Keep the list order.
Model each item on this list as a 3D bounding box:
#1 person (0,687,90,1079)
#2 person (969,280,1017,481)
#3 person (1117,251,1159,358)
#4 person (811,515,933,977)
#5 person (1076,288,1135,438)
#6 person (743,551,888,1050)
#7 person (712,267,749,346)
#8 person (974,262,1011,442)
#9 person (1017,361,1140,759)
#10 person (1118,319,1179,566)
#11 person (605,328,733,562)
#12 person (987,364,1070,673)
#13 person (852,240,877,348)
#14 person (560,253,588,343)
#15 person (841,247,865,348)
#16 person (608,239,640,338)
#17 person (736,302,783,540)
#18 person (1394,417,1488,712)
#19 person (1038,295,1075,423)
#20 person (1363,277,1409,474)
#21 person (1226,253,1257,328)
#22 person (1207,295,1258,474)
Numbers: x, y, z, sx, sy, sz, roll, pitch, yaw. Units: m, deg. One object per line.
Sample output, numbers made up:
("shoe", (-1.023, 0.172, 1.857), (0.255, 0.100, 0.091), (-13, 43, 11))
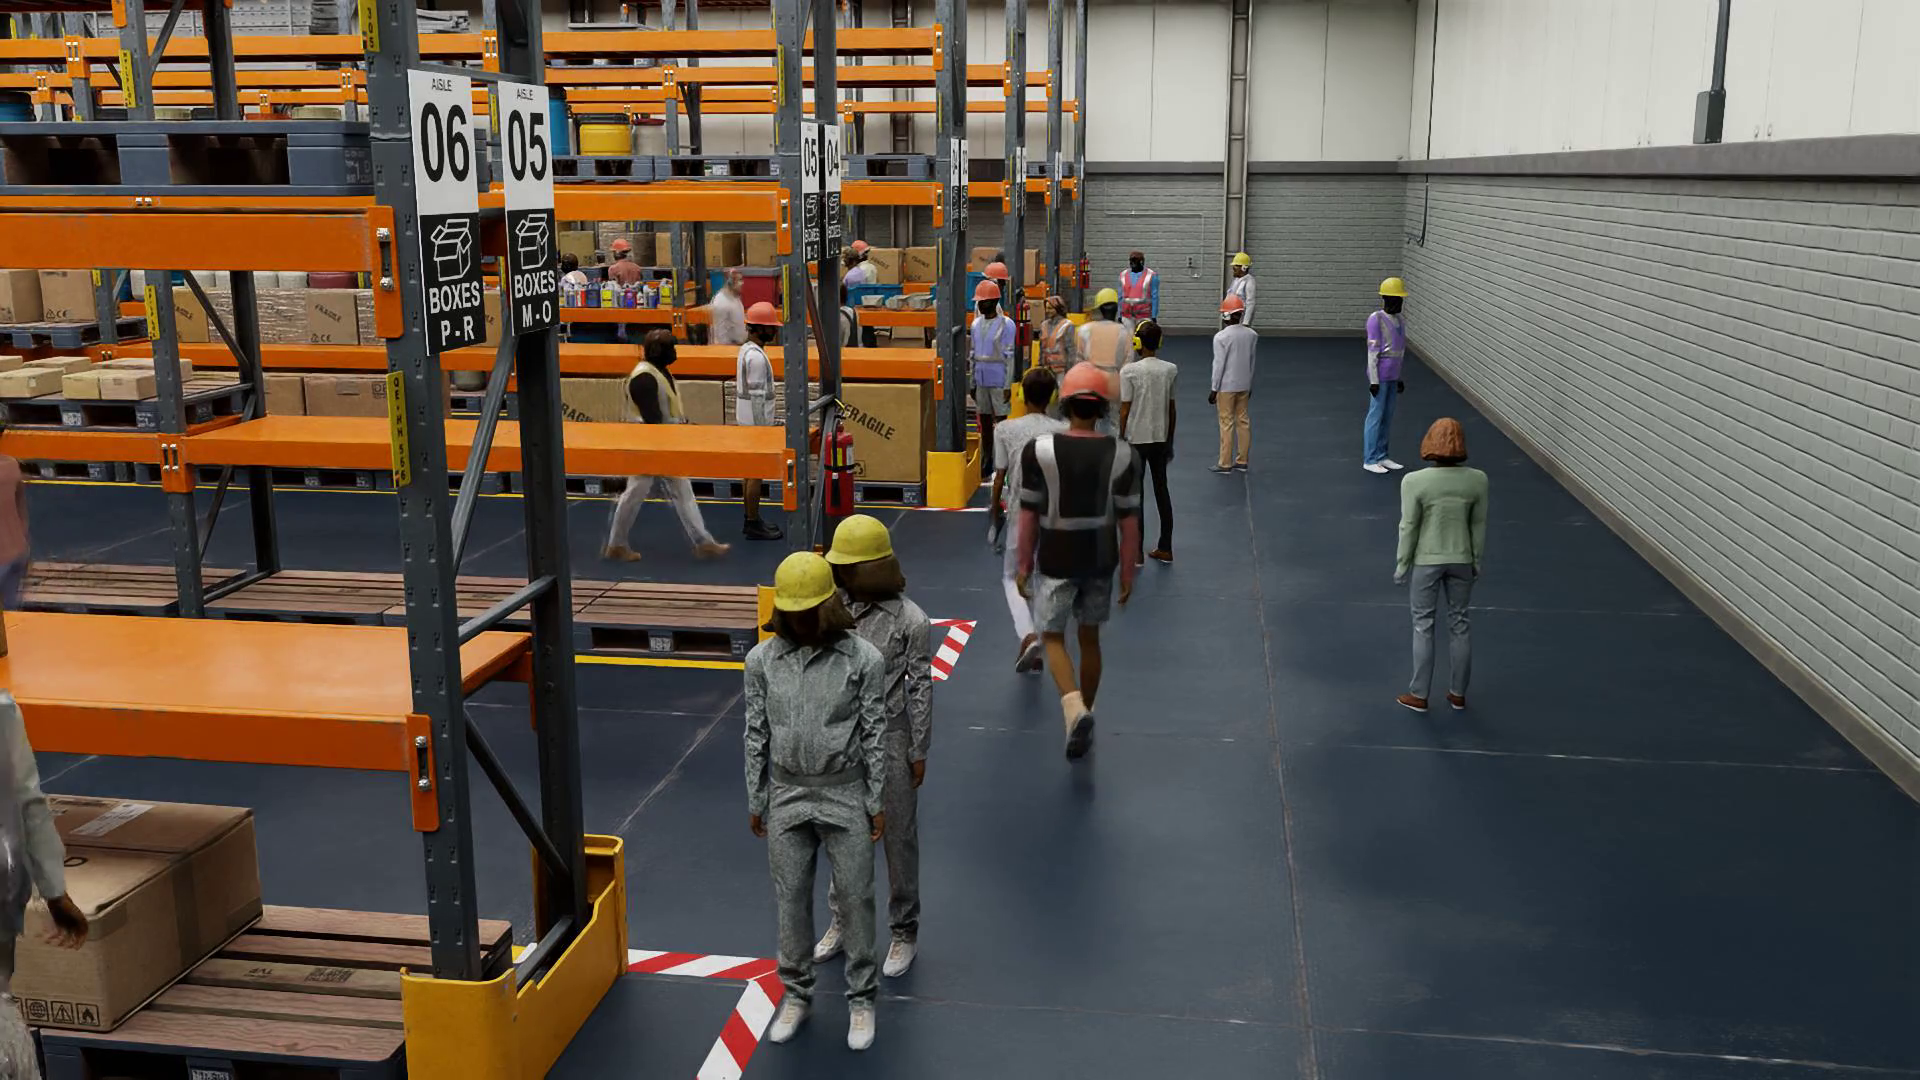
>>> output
("person", (-2.801, 1.035, 4.528), (0.971, 1.905, 0.588), (1, 13, 6))
("person", (0.291, -1.530, 16.047), (0.544, 1.933, 0.379), (11, 17, 42))
("person", (2.545, -3.241, 23.993), (0.629, 1.838, 0.431), (6, 14, 24))
("person", (-0.344, 0.756, 6.138), (0.493, 1.741, 0.311), (5, 14, 23))
("person", (1.335, -1.401, 15.547), (0.599, 1.888, 0.821), (4, 13, 16))
("person", (-0.489, 0.878, 5.615), (0.491, 1.733, 0.317), (1, 13, 6))
("person", (-2.653, -2.169, 19.015), (0.503, 1.887, 0.644), (2, 13, 7))
("person", (0.352, -2.057, 18.305), (0.408, 1.980, 0.626), (-3, 13, -13))
("person", (0.607, 0.121, 8.375), (0.614, 2.020, 0.737), (-2, 13, -7))
("person", (1.420, -0.732, 12.608), (0.499, 1.860, 0.339), (-6, 14, -25))
("person", (-2.282, -0.705, 12.643), (0.965, 1.796, 0.635), (2, 13, 10))
("person", (0.431, -0.098, 9.743), (0.542, 1.852, 0.477), (-1, 13, -6))
("person", (-1.387, -3.288, 23.835), (0.390, 1.988, 0.611), (4, 13, 16))
("person", (-5.387, -3.049, 23.090), (0.429, 1.844, 0.627), (2, 13, 10))
("person", (-1.475, -3.054, 22.895), (0.372, 1.940, 0.632), (0, 12, 1))
("person", (-4.909, -3.388, 24.276), (0.393, 1.991, 0.626), (8, 15, 32))
("person", (-1.609, -0.957, 13.456), (0.389, 1.929, 0.544), (-3, 13, -14))
("person", (2.638, 0.141, 9.161), (0.501, 1.633, 0.281), (-2, 13, -7))
("person", (1.056, -1.848, 18.151), (0.312, 1.632, 0.526), (-10, 16, -39))
("person", (4.236, -1.634, 16.507), (0.366, 1.927, 0.588), (11, 16, 40))
("person", (3.935, -3.116, 23.412), (0.404, 1.833, 0.587), (-3, 13, -13))
("person", (2.679, -1.536, 16.454), (0.562, 1.753, 0.327), (-9, 15, -35))
